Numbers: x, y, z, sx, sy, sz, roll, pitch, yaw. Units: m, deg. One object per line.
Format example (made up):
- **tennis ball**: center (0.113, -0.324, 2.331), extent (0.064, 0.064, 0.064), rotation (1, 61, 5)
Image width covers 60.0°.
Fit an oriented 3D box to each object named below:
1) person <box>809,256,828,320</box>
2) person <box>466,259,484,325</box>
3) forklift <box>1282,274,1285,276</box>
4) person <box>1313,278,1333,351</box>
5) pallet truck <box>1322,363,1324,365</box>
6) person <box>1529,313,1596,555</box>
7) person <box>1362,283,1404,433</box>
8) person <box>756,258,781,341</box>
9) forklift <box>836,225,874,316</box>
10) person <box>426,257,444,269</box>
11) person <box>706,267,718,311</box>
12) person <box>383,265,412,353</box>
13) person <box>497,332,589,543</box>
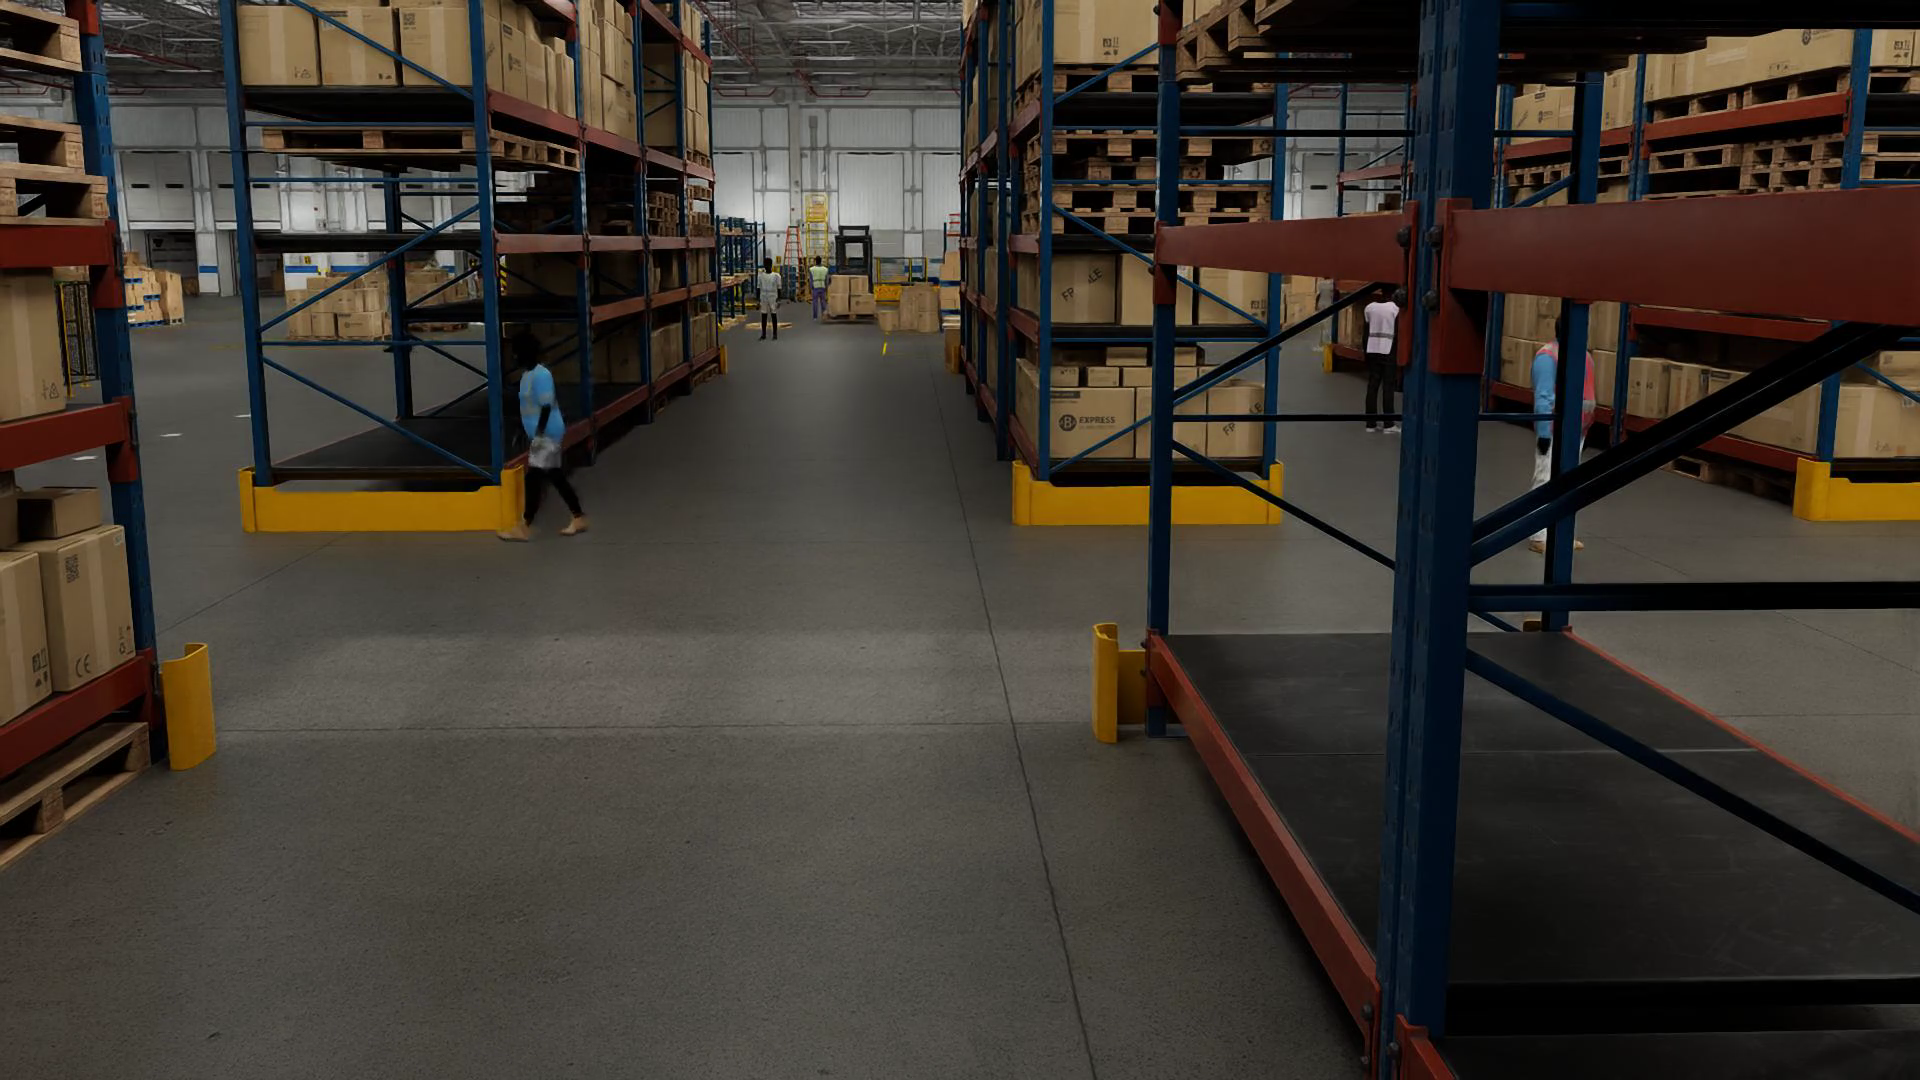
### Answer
- **person**: center (-4.217, -7.519, 49.728), extent (0.581, 1.911, 0.395), rotation (-4, 11, -22)
- **person**: center (-13.706, -6.984, 46.868), extent (0.521, 1.864, 0.334), rotation (9, 14, 42)
- **forklift**: center (12.142, -10.797, 65.268), extent (1.129, 2.768, 1.873), rotation (0, 10, -2)
- **person**: center (7.810, -4.900, 35.340), extent (0.503, 1.844, 0.805), rotation (-5, 12, -28)
- **pallet truck**: center (7.712, -4.157, 30.737), extent (1.885, 1.965, 0.823), rotation (3, 11, 16)
- **person**: center (4.555, -0.814, 12.548), extent (0.624, 1.845, 0.430), rotation (-8, 13, -38)
- **person**: center (5.202, -2.268, 20.433), extent (0.399, 1.920, 0.589), rotation (-8, 13, -38)
- **person**: center (-4.541, -5.708, 39.468), extent (0.606, 1.966, 0.367), rotation (1, 10, 8)
- **forklift**: center (-3.181, -8.097, 50.228), extent (1.129, 2.768, 1.873), rotation (0, 10, -2)
- **person**: center (-16.903, -8.162, 53.491), extent (0.635, 1.855, 1.104), rotation (-6, 12, -29)
- **person**: center (-8.394, -8.671, 56.338), extent (0.619, 1.838, 0.430), rotation (9, 13, 40)
- **person**: center (-11.863, -4.880, 35.019), extent (0.831, 1.915, 0.548), rotation (5, 11, 26)
- **person**: center (-3.296, -0.821, 13.125), extent (0.750, 1.640, 0.557), rotation (-5, 11, -25)
